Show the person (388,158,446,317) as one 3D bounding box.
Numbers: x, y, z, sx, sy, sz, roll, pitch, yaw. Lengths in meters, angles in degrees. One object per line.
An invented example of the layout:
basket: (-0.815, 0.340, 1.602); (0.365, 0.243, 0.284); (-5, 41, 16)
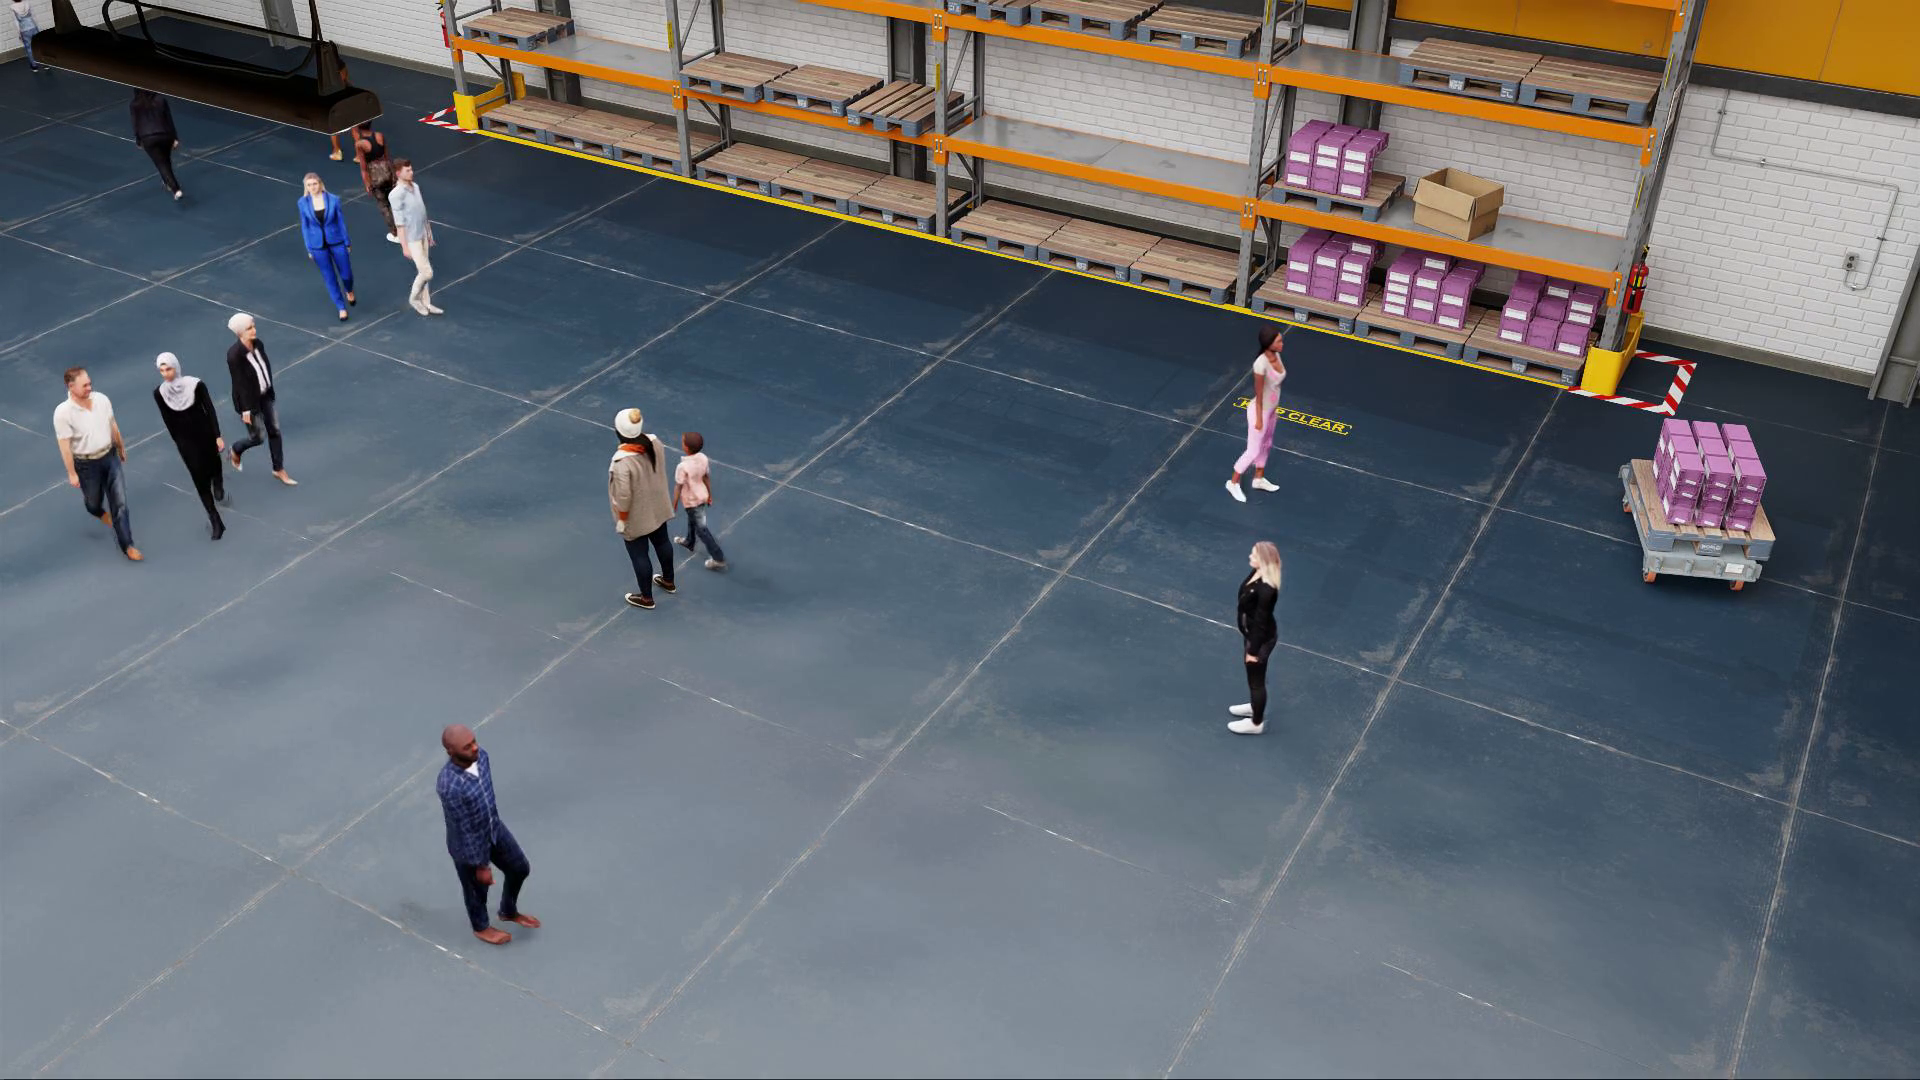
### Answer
person: (-6.142, -3.363, 18.492); (0.744, 1.842, 0.746); (8, 34, 12)

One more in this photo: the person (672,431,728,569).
person: (-2.256, -0.329, 14.426); (0.887, 1.289, 0.524); (20, 38, 27)

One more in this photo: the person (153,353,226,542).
person: (-6.846, -0.926, 14.924); (1.100, 1.732, 1.243); (-13, 36, -18)

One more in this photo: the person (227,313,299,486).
person: (-6.642, -1.274, 15.435); (0.899, 1.761, 0.798); (13, 36, 18)

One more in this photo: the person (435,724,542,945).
person: (-3.163, 1.889, 10.624); (0.731, 1.805, 0.717); (11, 35, 16)

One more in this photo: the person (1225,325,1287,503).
person: (2.773, -1.184, 15.301); (0.662, 1.745, 0.597); (16, 37, 23)

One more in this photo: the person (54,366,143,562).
person: (-7.584, -0.709, 14.516); (1.154, 1.823, 0.859); (25, 41, 33)

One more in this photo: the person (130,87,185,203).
person: (-10.285, -5.109, 21.353); (0.839, 1.583, 1.169); (-28, 43, -36)

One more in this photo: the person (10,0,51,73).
person: (-14.541, -7.964, 25.939); (0.553, 1.260, 0.588); (-22, 39, -29)

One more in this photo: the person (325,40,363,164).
person: (-8.289, -5.878, 22.432); (0.786, 1.669, 0.613); (16, 37, 22)

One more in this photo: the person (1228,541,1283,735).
person: (2.254, 0.731, 12.475); (0.678, 1.684, 0.677); (3, 34, 4)

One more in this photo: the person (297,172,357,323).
person: (-7.042, -3.294, 18.526); (0.816, 1.690, 0.878); (-10, 35, -15)

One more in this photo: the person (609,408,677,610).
person: (-2.639, -0.297, 13.835); (0.671, 1.890, 0.693); (21, 39, 28)

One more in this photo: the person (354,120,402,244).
person: (-6.962, -4.320, 20.083); (0.789, 1.674, 0.673); (29, 43, 36)
